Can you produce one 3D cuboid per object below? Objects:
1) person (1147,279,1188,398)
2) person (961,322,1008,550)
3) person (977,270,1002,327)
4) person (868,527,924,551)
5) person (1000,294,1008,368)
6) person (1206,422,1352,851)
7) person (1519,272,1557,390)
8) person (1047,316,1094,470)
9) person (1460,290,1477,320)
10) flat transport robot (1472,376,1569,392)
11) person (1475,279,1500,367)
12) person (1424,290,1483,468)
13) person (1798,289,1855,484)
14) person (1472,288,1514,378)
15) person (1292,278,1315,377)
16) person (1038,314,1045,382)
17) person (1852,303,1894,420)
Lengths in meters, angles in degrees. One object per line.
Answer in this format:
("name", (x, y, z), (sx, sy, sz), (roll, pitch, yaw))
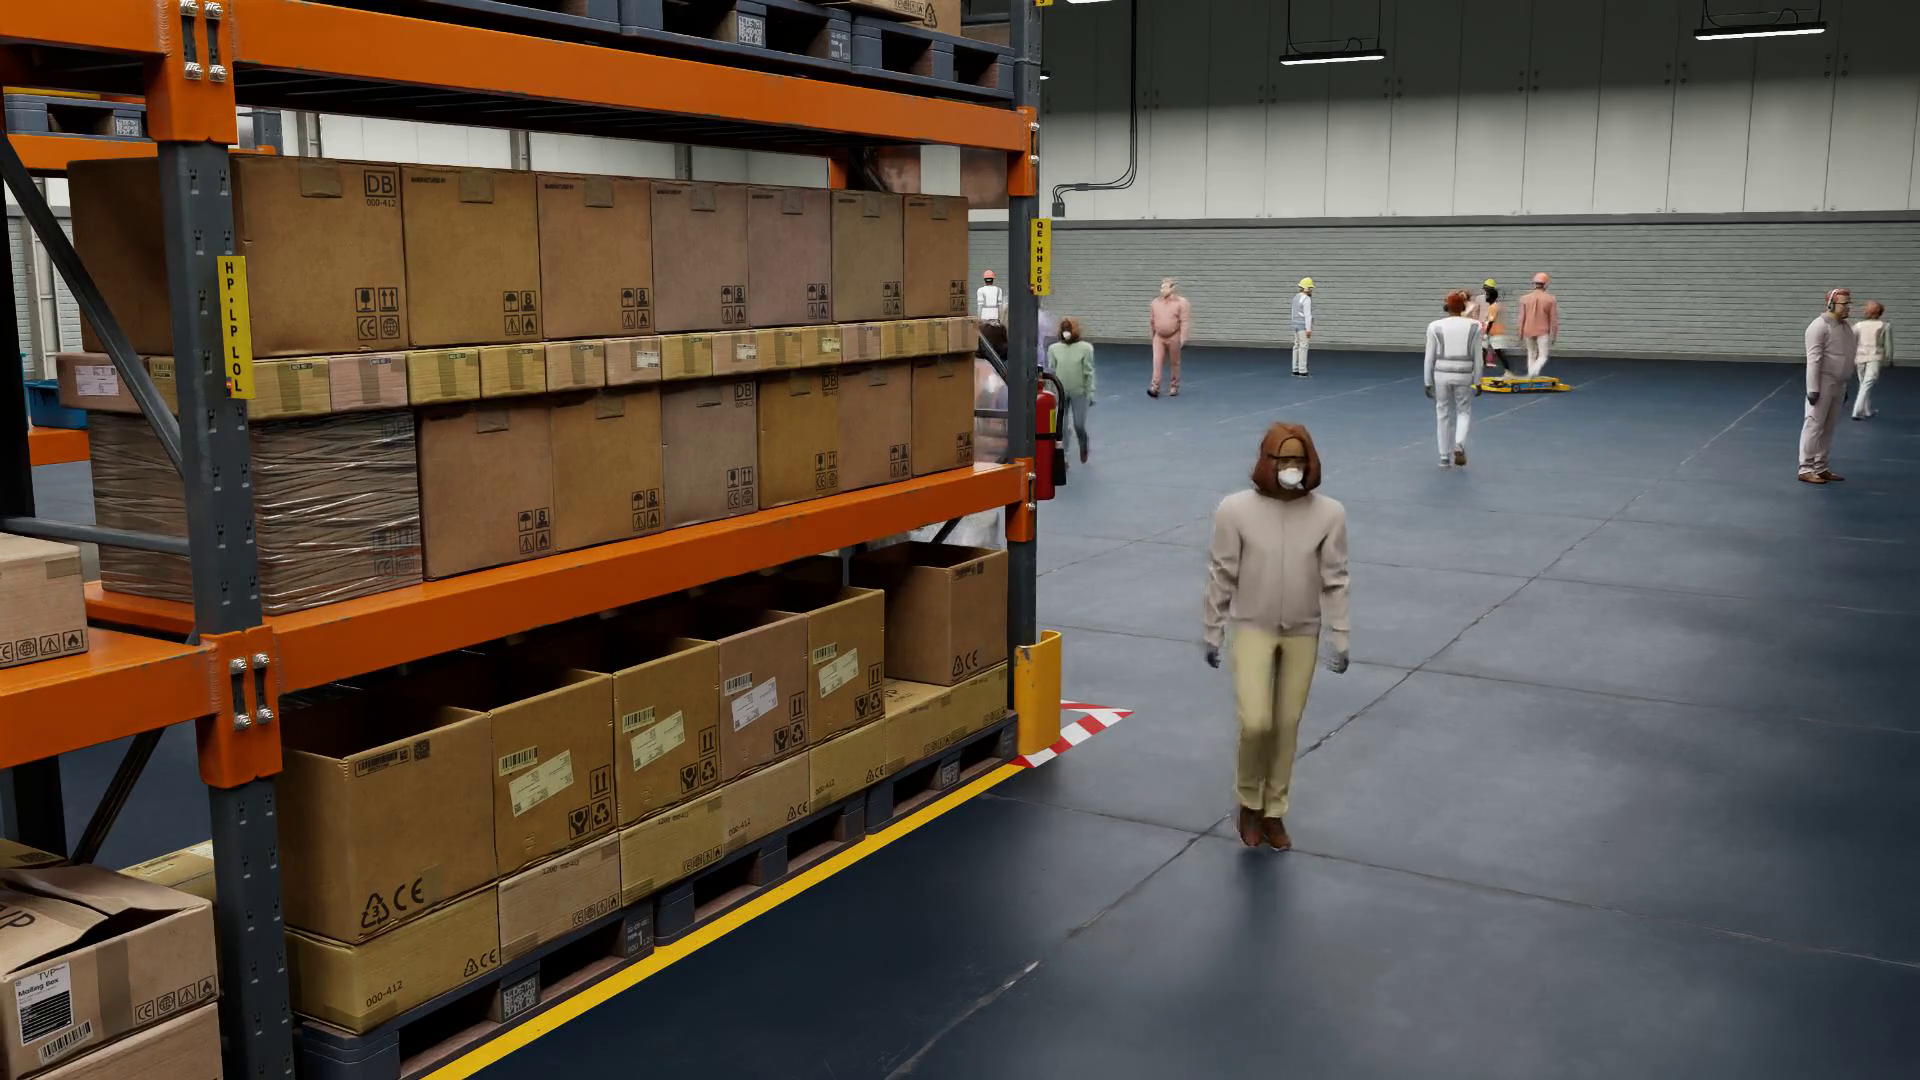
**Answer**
("person", (3.267, -3.173, 26.266), (0.655, 1.853, 0.992), (4, 11, 23))
("person", (0.248, -0.468, 10.559), (0.882, 1.805, 0.652), (-8, 13, -40))
("person", (0.595, -4.611, 34.447), (0.553, 1.931, 0.360), (-4, 10, -21))
("person", (-0.316, -0.226, 8.649), (1.086, 1.973, 0.626), (1, 10, 7))
("person", (1.079, -4.193, 32.434), (0.584, 1.796, 0.999), (6, 11, 31))
("person", (1.191, 0.369, 6.182), (0.527, 1.615, 0.386), (-1, 10, -5))
("person", (9.495, -3.421, 27.384), (0.625, 1.974, 0.772), (7, 12, 37))
("person", (1.162, -1.532, 17.349), (0.511, 1.613, 0.550), (3, 10, 18))
("person", (9.552, -3.950, 31.583), (0.848, 1.591, 0.540), (-9, 13, -42))
("flat transport robot", (9.232, -2.575, 27.387), (1.431, 0.197, 0.652), (-3, 10, -18))
("person", (10.595, -4.351, 33.417), (0.533, 1.768, 0.311), (9, 13, 43))
("person", (5.161, -1.675, 17.428), (0.599, 1.873, 0.424), (2, 10, 11))
("person", (8.570, -1.511, 16.377), (0.644, 1.907, 0.399), (-7, 12, -35))
("person", (9.649, -3.728, 30.096), (0.843, 1.654, 0.540), (2, 10, 12))
("person", (6.336, -3.911, 30.651), (0.403, 1.828, 0.595), (-2, 10, -13))
("person", (0.802, -1.878, 18.507), (0.666, 1.918, 0.641), (-4, 11, -25))
("person", (12.419, -2.430, 22.677), (0.879, 1.591, 0.509), (-7, 12, -34))
